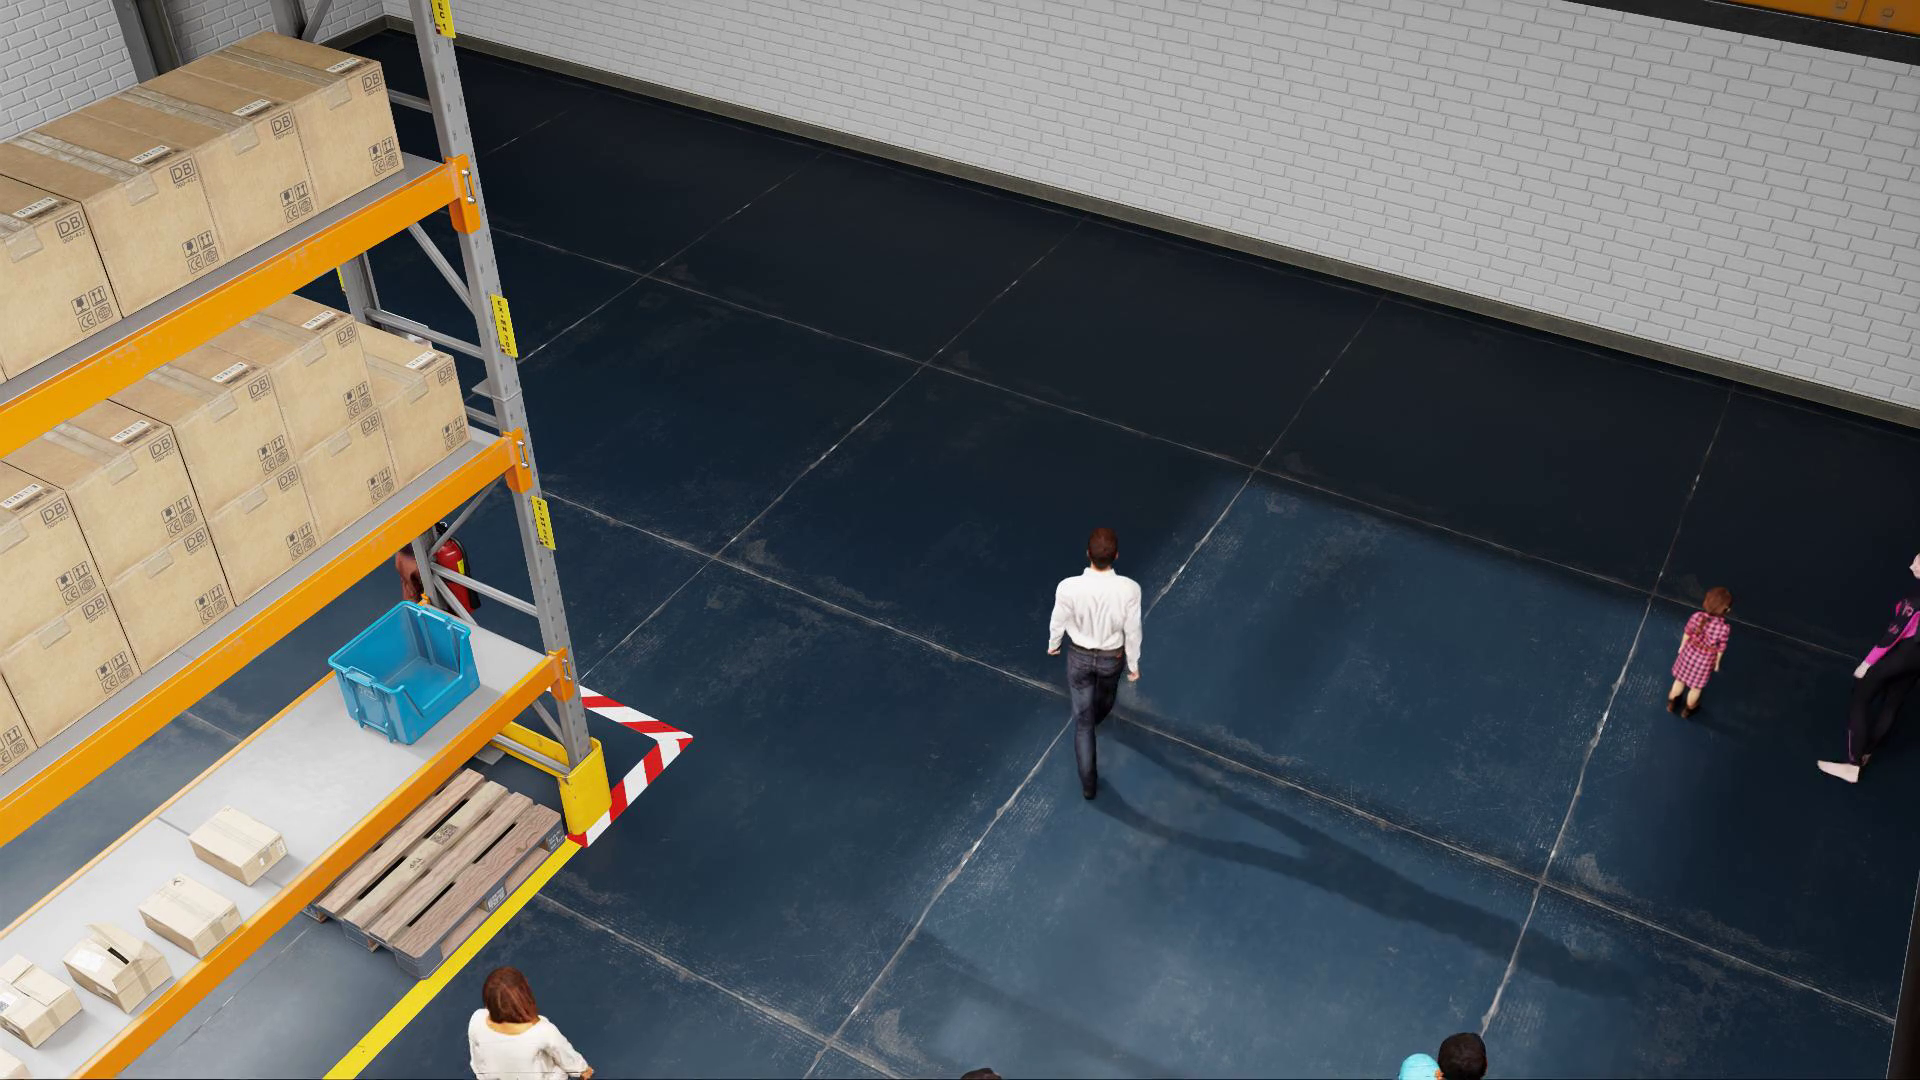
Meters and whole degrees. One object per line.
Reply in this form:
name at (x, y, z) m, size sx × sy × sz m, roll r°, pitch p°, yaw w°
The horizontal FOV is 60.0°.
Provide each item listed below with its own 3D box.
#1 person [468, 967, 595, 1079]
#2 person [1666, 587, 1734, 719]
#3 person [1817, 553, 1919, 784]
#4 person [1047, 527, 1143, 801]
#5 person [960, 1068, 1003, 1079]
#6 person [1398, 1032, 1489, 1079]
person at (-2.011, 2.622, 7.620) m, size 0.736 × 1.655 × 1.002 m, roll 13°, pitch 40°, yaw 15°
person at (4.681, 0.713, 10.518) m, size 0.503 × 1.022 × 0.470 m, roll -32°, pitch 48°, yaw -33°
person at (5.649, 0.721, 9.946) m, size 0.757 × 1.724 × 0.804 m, roll 2°, pitch 39°, yaw 3°
person at (0.803, 0.778, 9.784) m, size 1.054 × 1.837 × 1.240 m, roll 0°, pitch 39°, yaw 0°
person at (0.088, 2.854, 7.338) m, size 0.667 × 1.645 × 0.717 m, roll -26°, pitch 45°, yaw -29°
person at (1.978, 2.780, 7.337) m, size 0.796 × 1.761 × 0.768 m, roll -18°, pitch 42°, yaw -21°
